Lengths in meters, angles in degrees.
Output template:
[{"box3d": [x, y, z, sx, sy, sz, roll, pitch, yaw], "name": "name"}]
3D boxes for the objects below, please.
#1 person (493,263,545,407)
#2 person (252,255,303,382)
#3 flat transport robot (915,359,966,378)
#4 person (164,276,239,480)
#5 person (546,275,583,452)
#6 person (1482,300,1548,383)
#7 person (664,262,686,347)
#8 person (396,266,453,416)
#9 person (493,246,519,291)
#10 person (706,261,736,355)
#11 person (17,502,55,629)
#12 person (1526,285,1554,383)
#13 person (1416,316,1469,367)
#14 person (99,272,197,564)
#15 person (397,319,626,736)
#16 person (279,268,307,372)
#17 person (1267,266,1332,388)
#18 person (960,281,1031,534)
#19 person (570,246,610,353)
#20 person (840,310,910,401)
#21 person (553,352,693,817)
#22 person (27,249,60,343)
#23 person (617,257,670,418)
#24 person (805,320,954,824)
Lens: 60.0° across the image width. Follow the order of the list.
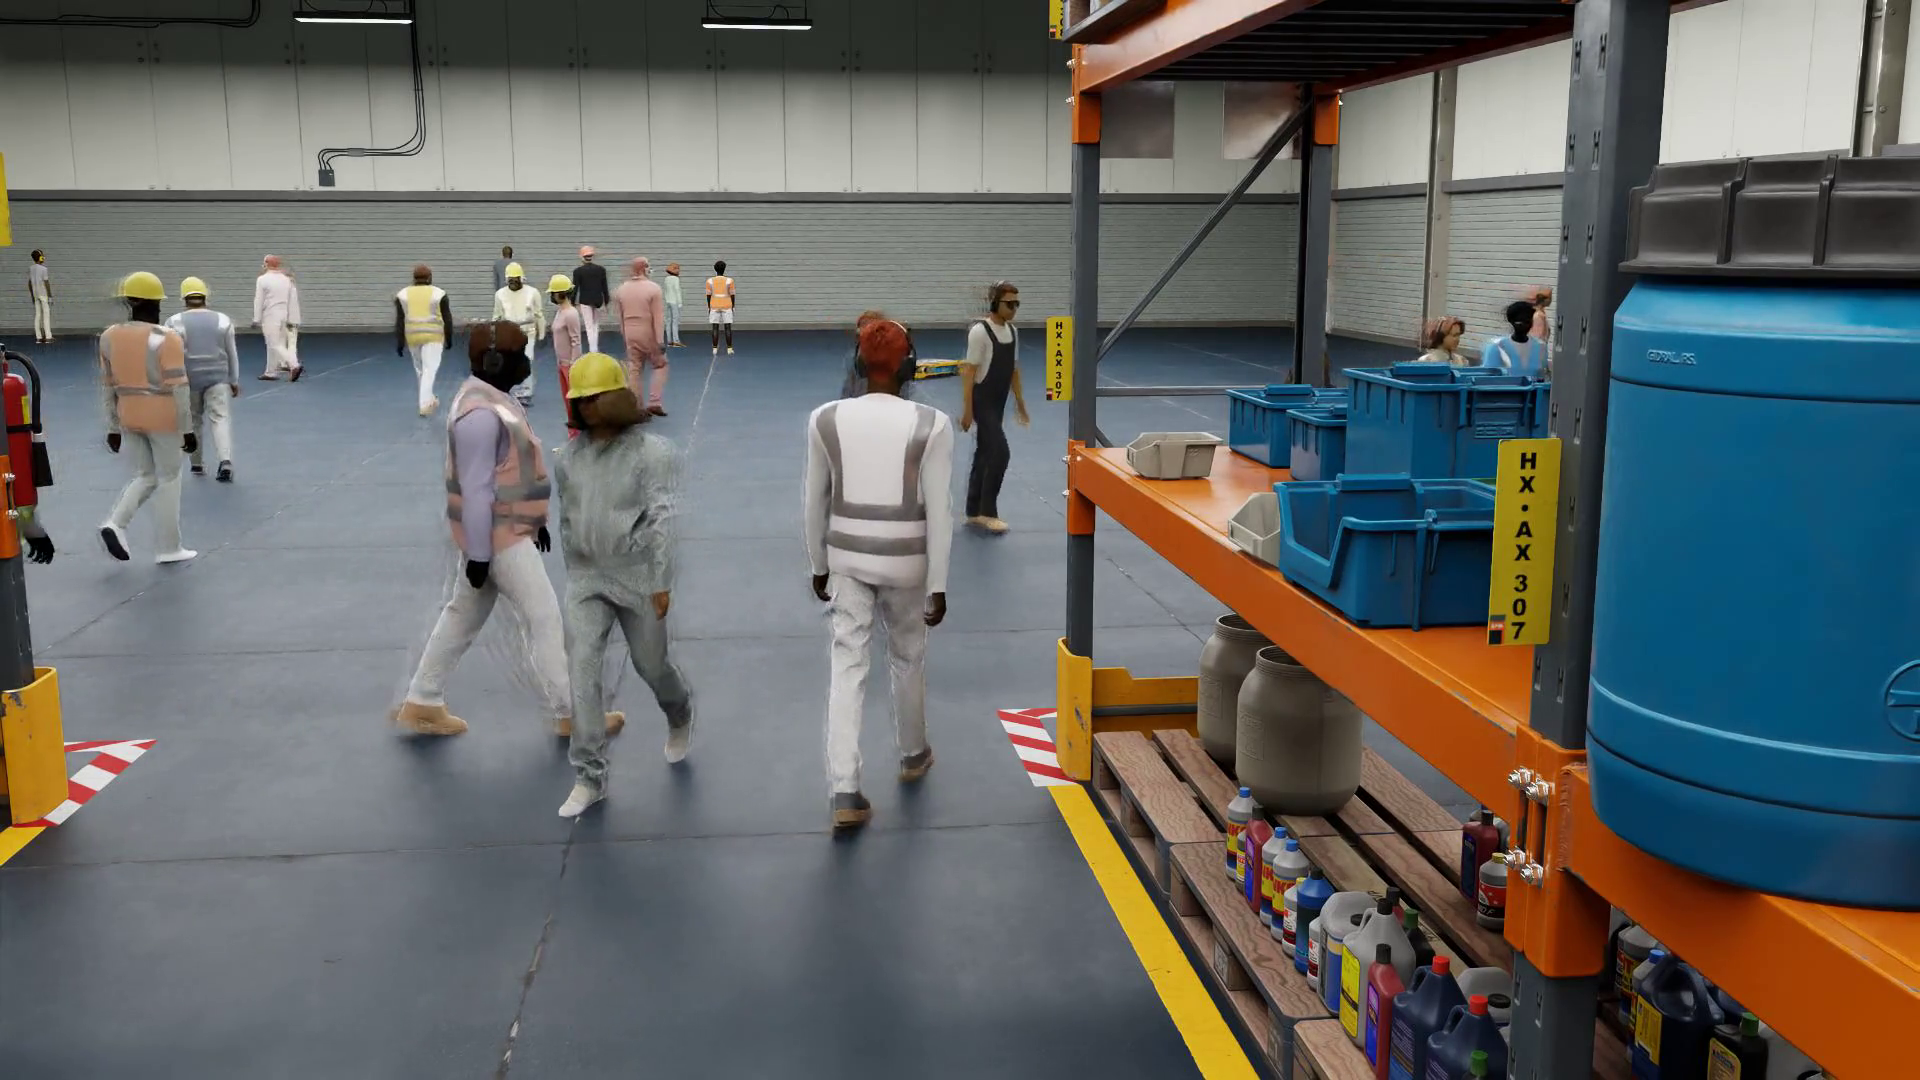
[{"box3d": [-5.573, -2.566, 20.889, 0.617, 1.800, 0.788, 0, 10, -2], "name": "person"}, {"box3d": [-10.104, -3.272, 24.575, 0.848, 1.876, 0.646, 3, 11, 13], "name": "person"}, {"box3d": [-0.512, -2.636, 25.472, 0.652, 0.197, 1.431, 7, 12, 33], "name": "flat transport robot"}, {"box3d": [-6.660, -1.420, 14.660, 0.599, 1.796, 0.921, -7, 12, -33], "name": "person"}, {"box3d": [-3.850, -1.707, 16.292, 0.329, 1.765, 0.526, -5, 12, -27], "name": "person"}, {"box3d": [4.271, -1.047, 12.971, 0.563, 1.657, 0.794, -2, 10, -9], "name": "person"}, {"box3d": [-5.580, -4.590, 32.452, 0.281, 1.633, 0.499, -9, 13, -40], "name": "person"}, {"box3d": [-6.437, -2.404, 20.052, 0.623, 1.784, 0.975, 0, 10, 2], "name": "person"}, {"box3d": [-9.614, -5.286, 35.430, 0.637, 1.938, 0.355, 3, 11, 18], "name": "person"}, {"box3d": [-4.330, -4.203, 30.159, 0.539, 1.696, 0.317, 0, 10, -2], "name": "person"}, {"box3d": [-3.964, 0.011, 6.727, 0.445, 1.824, 0.641, -2, 10, -10], "name": "person"}, {"box3d": [6.237, -1.914, 17.831, 0.687, 1.611, 0.541, 3, 11, 16], "name": "person"}, {"box3d": [3.266, -0.732, 11.424, 0.525, 1.609, 0.843, -7, 13, -35], "name": "person"}, {"box3d": [-5.254, -0.765, 10.726, 0.593, 1.911, 0.559, 3, 11, 17], "name": "person"}, {"box3d": [-1.976, -0.035, 7.043, 0.953, 1.800, 0.626, -3, 11, -14], "name": "person"}, {"box3d": [-10.625, -3.465, 26.288, 0.507, 1.633, 0.270, 5, 12, 27], "name": "person"}, {"box3d": [4.488, -2.784, 21.824, 0.994, 1.890, 0.560, 4, 11, 21], "name": "person"}, {"box3d": [0.257, -0.951, 12.014, 0.627, 1.814, 0.512, 6, 12, 29], "name": "person"}, {"box3d": [-6.492, -4.121, 28.942, 0.654, 1.967, 0.777, -8, 13, -37], "name": "person"}, {"box3d": [-0.637, -0.807, 11.741, 0.534, 1.612, 0.593, 5, 12, 27], "name": "person"}, {"box3d": [-1.299, 0.131, 6.377, 0.489, 1.712, 0.781, 2, 11, 10], "name": "person"}, {"box3d": [-18.495, -4.902, 33.503, 0.524, 1.875, 0.322, 3, 11, 17], "name": "person"}, {"box3d": [-3.683, -2.371, 19.575, 0.678, 1.887, 0.540, 5, 12, 27], "name": "person"}, {"box3d": [-0.308, 0.100, 6.222, 0.592, 1.837, 1.019, 2, 11, 11], "name": "person"}]
